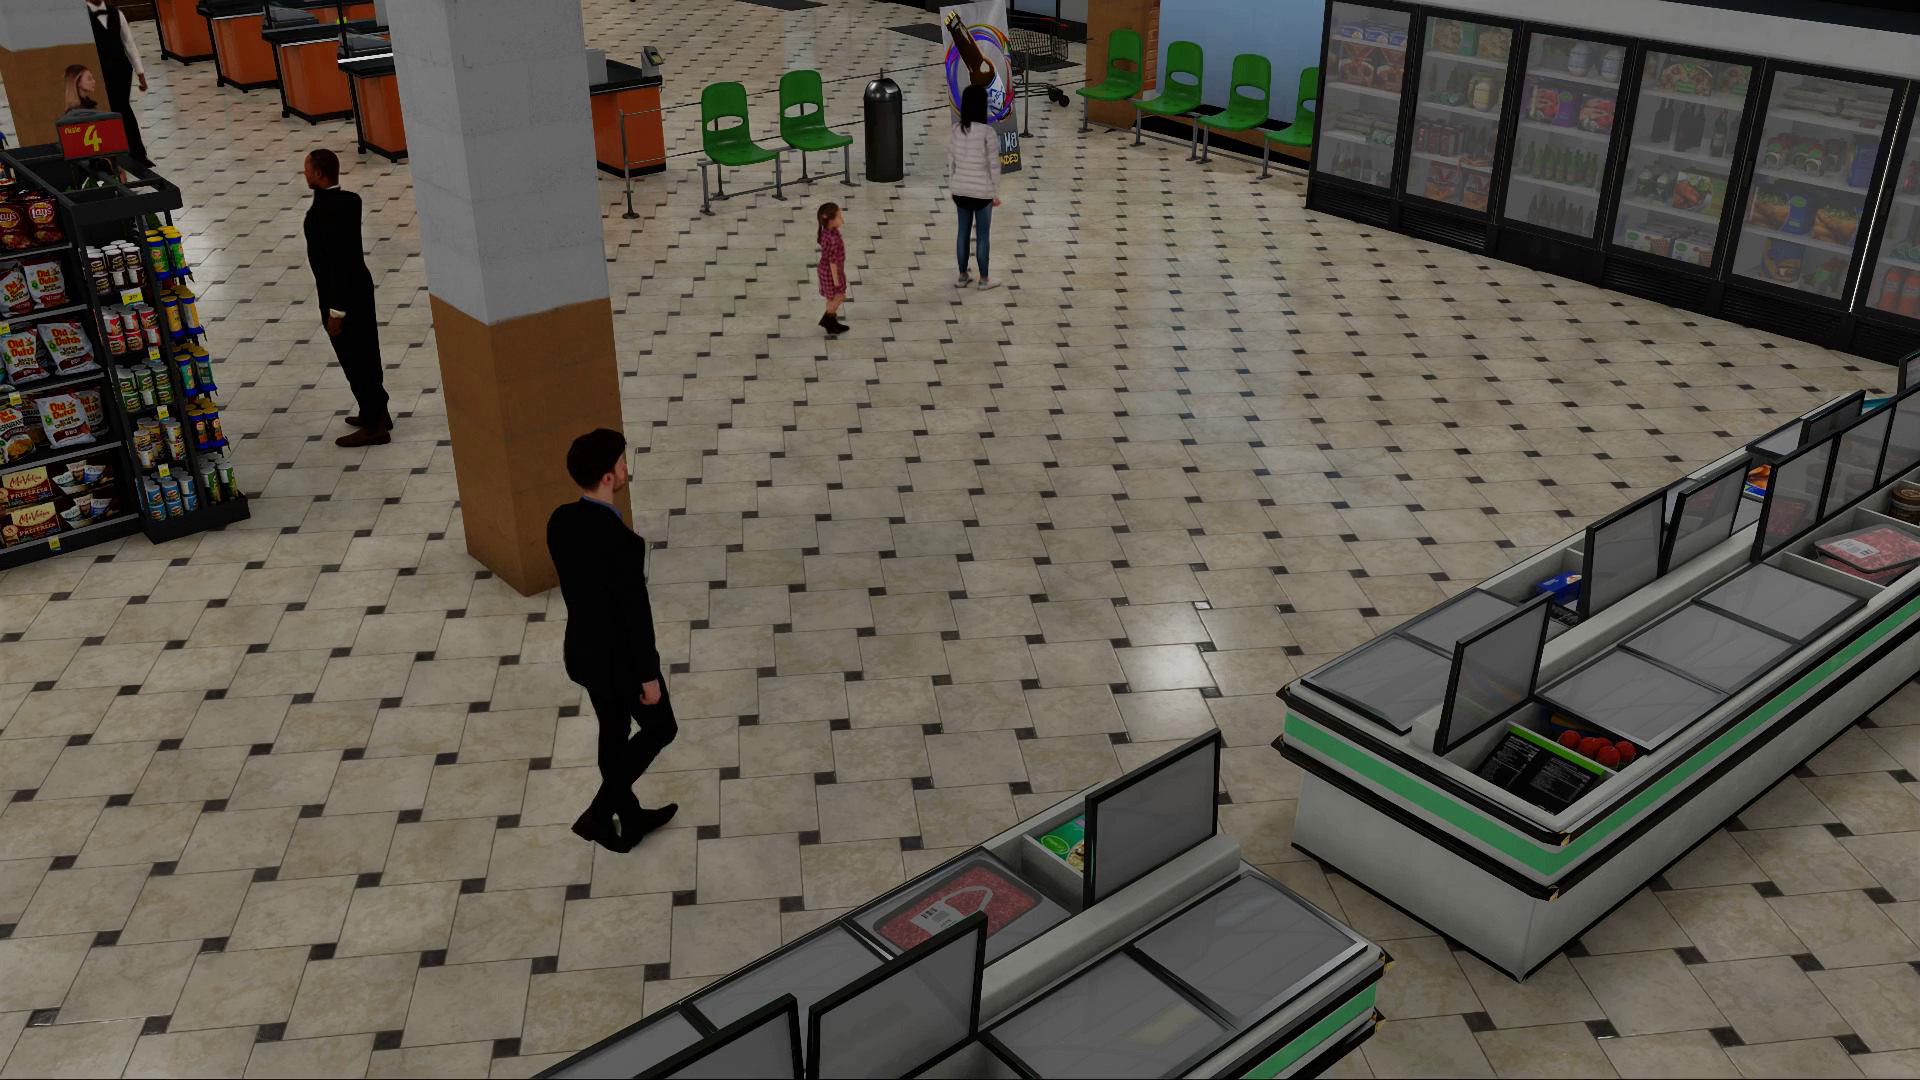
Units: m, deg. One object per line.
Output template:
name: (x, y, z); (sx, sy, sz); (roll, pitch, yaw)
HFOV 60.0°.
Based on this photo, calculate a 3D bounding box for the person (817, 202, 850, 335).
person: (-1.010, -2.040, 12.549); (0.536, 1.020, 0.500); (-8, 28, -15)

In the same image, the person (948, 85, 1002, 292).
person: (0.113, -2.841, 13.446); (0.683, 1.636, 0.663); (15, 30, 26)

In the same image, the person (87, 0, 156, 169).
person: (-8.636, -4.715, 16.885); (0.919, 1.868, 1.240); (21, 34, 35)

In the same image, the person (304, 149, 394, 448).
person: (-3.896, -1.541, 10.587); (0.823, 1.904, 0.794); (-2, 27, -3)

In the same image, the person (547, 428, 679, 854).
person: (-1.443, 0.478, 6.629); (0.789, 1.882, 0.864); (21, 34, 35)
